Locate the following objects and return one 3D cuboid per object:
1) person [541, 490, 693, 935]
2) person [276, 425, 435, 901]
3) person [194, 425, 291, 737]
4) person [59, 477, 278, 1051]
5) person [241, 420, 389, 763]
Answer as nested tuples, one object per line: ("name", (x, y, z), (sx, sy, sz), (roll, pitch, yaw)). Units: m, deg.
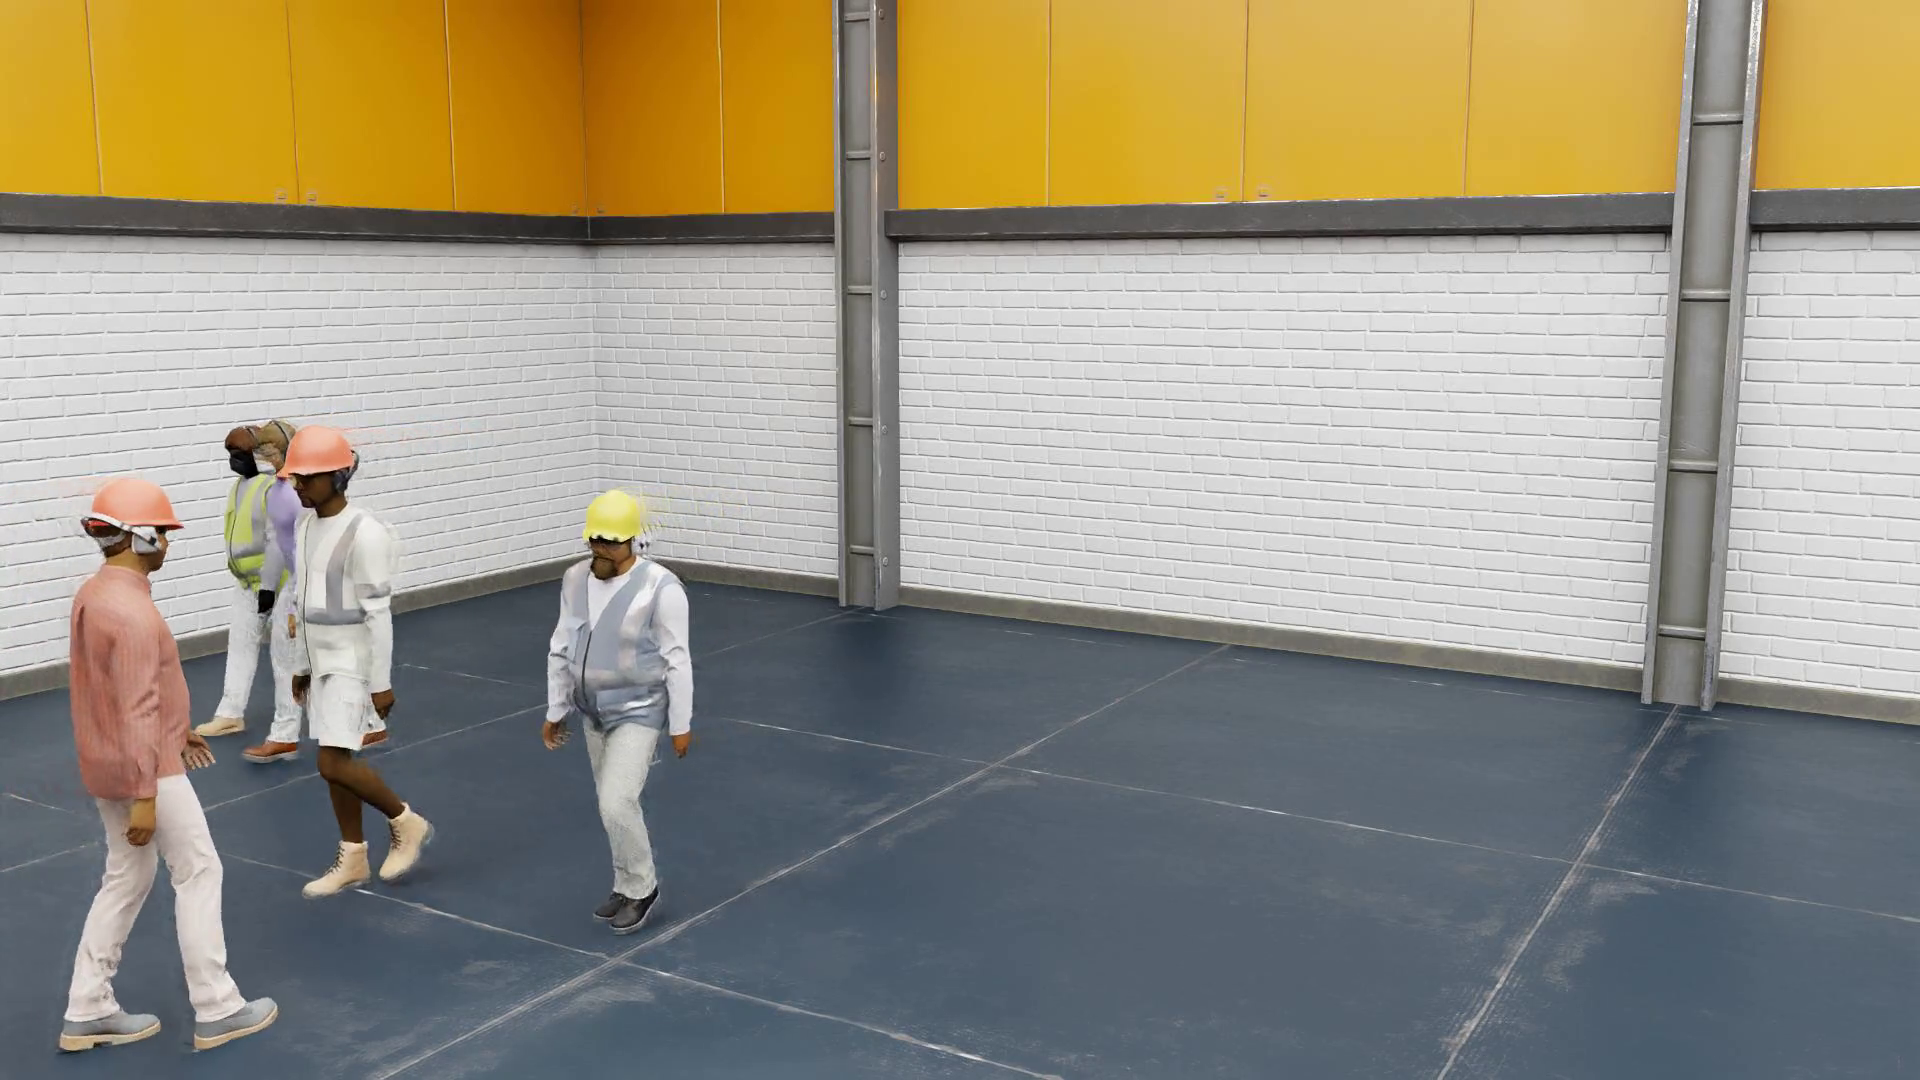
("person", (-1.380, 0.689, 6.647), (0.604, 1.803, 0.500), (6, 11, 35))
("person", (-2.615, 0.522, 7.033), (0.608, 2.029, 0.461), (8, 12, 43))
("person", (-3.990, 0.211, 9.721), (0.628, 1.799, 0.992), (7, 11, 37))
("person", (-2.805, 0.768, 5.672), (0.663, 1.961, 0.637), (-9, 13, -43))
("person", (-3.518, 0.287, 8.942), (0.894, 1.873, 0.640), (-7, 11, -37))
